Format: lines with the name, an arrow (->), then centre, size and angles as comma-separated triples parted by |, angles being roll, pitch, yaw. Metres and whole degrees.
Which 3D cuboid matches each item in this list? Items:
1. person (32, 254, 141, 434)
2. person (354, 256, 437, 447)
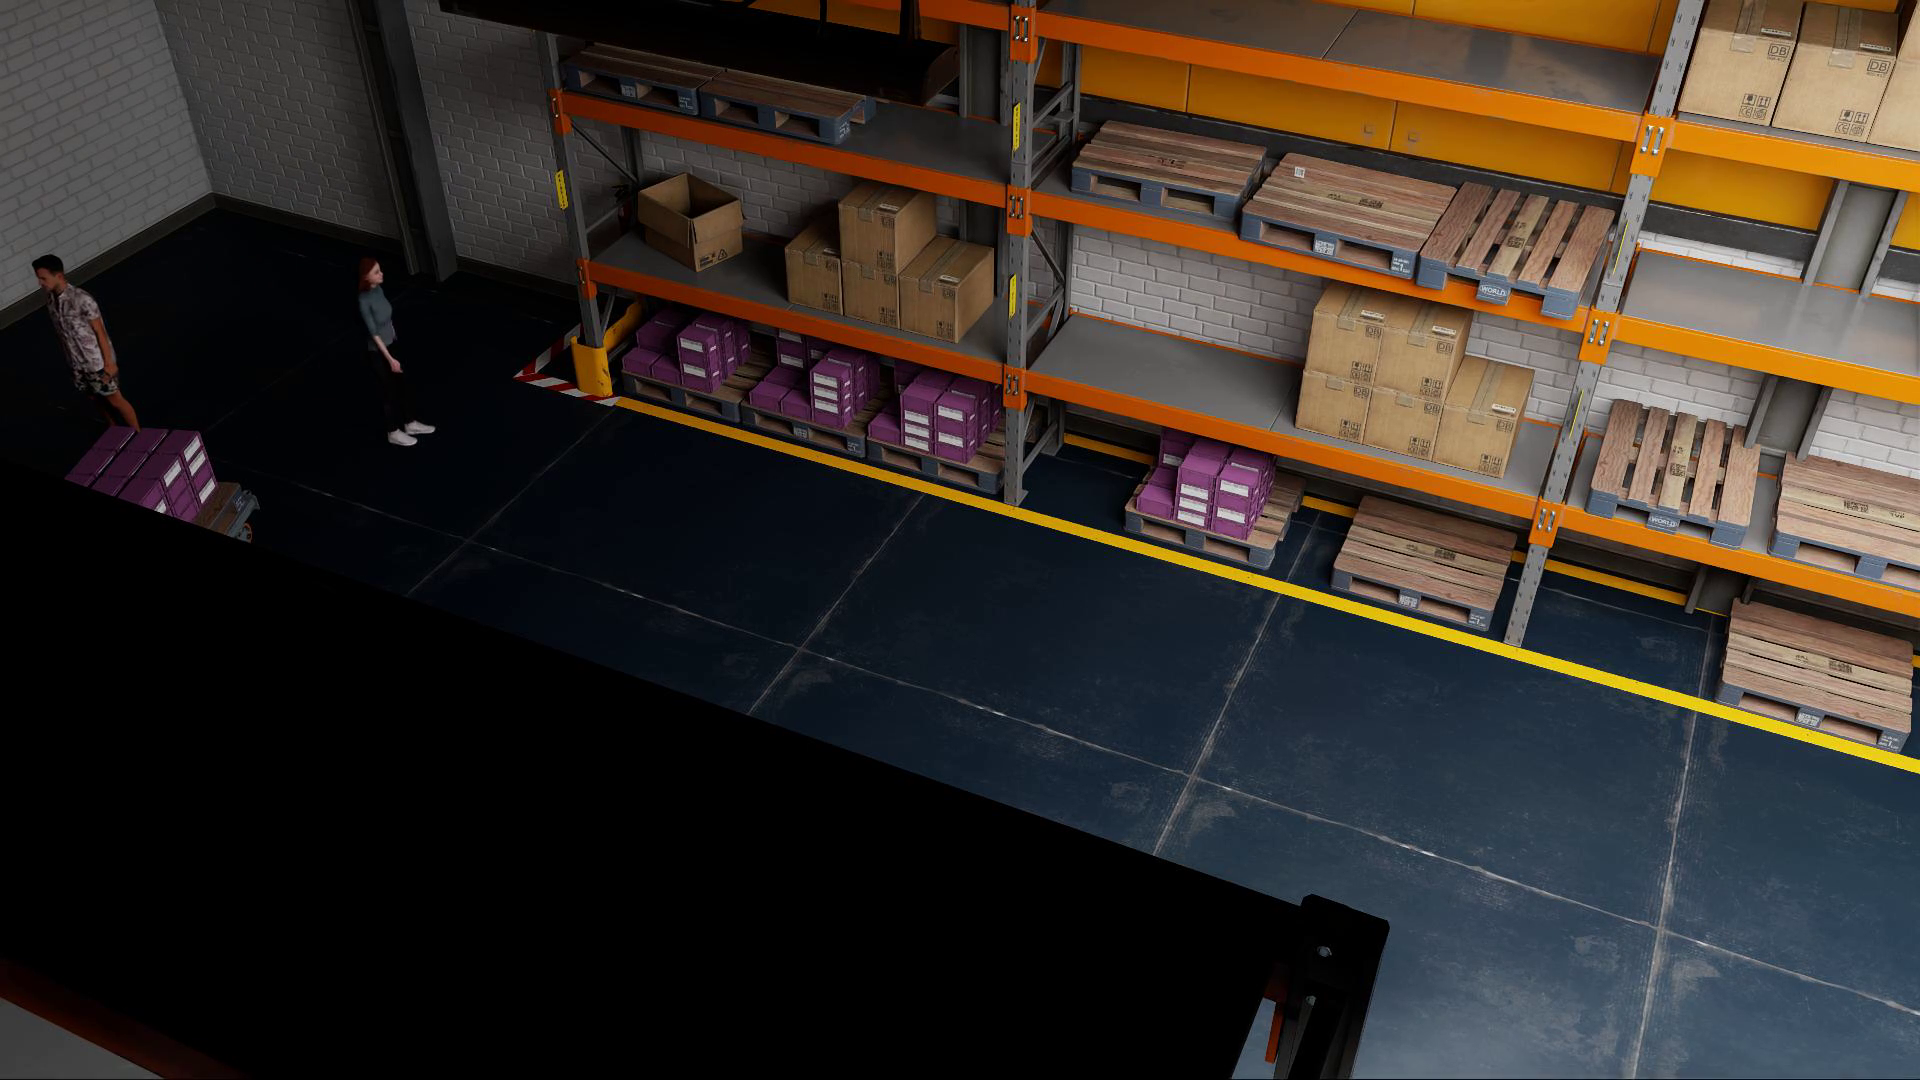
person -> -7.105, -1.534, 13.595 | 0.498, 1.810, 0.726 | 15, 41, 18
person -> -4.764, -1.525, 13.643 | 0.709, 1.736, 0.675 | 4, 39, 5
